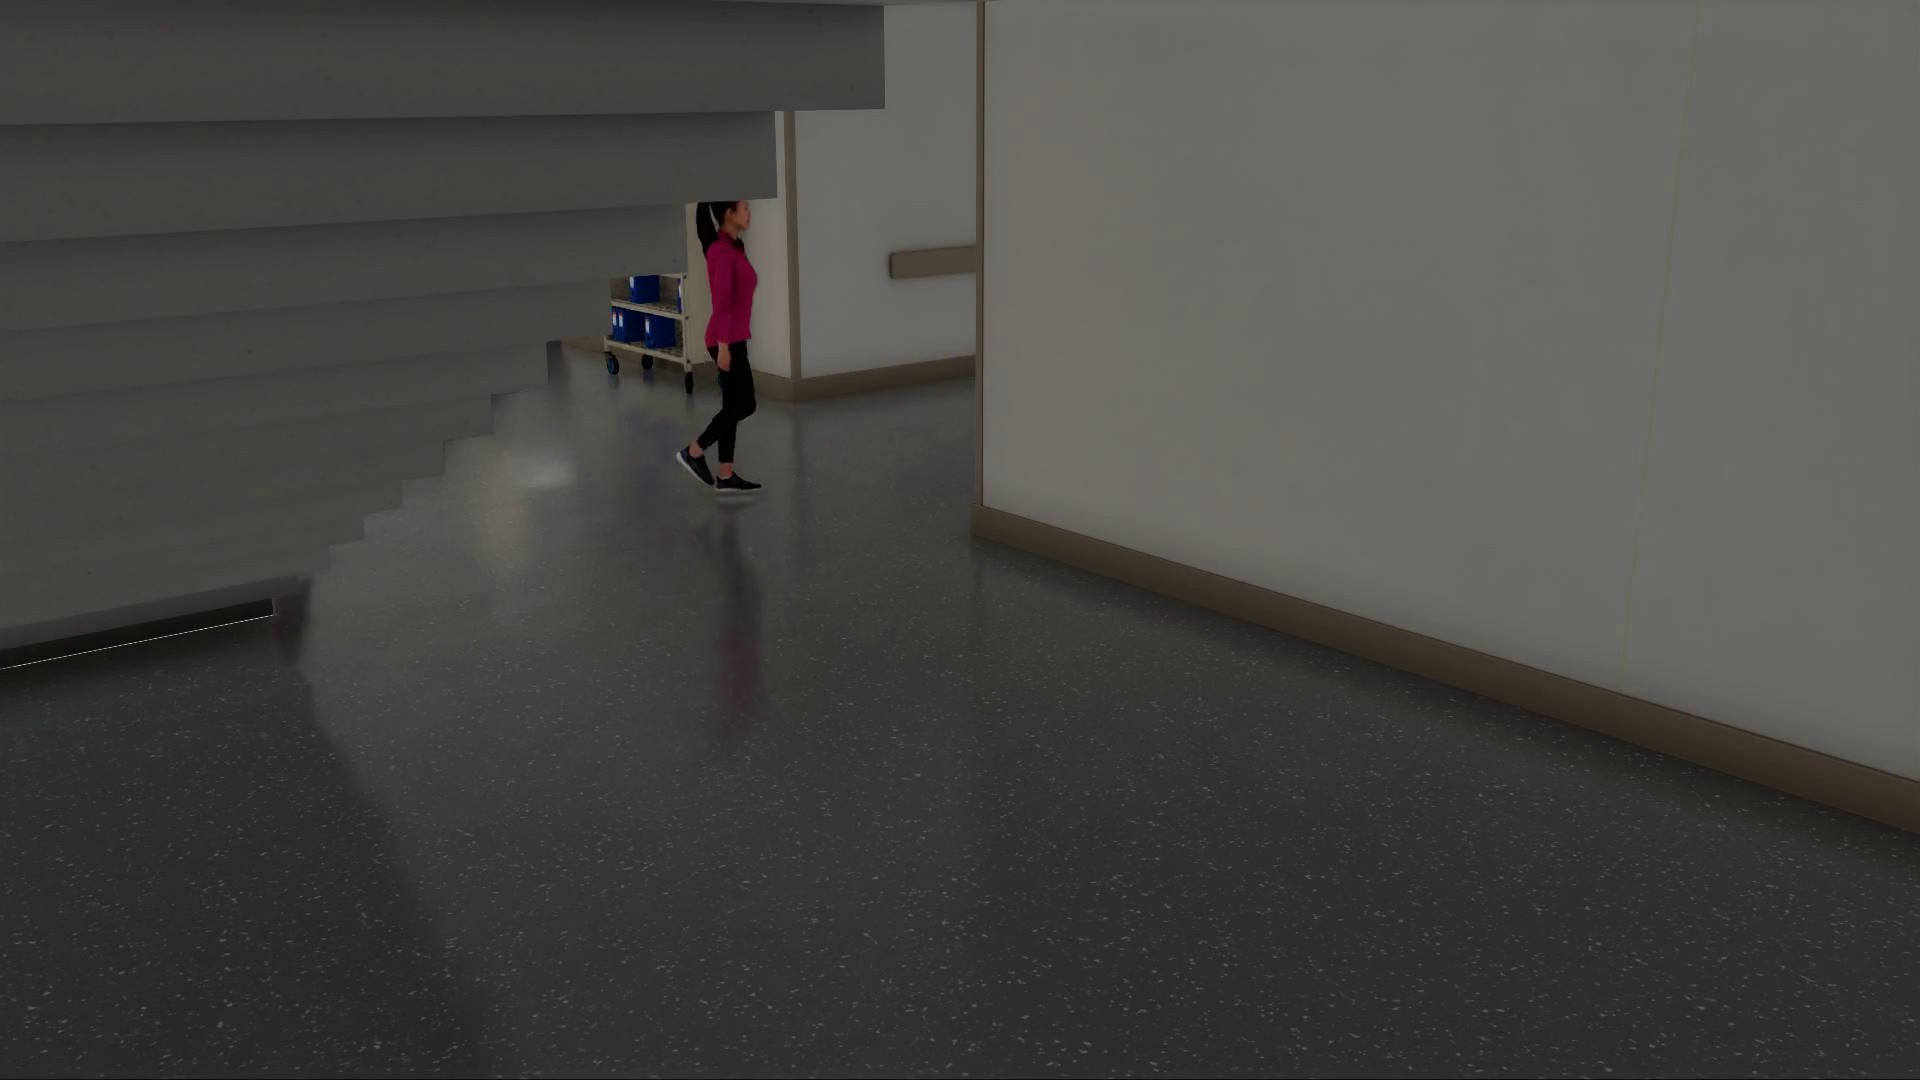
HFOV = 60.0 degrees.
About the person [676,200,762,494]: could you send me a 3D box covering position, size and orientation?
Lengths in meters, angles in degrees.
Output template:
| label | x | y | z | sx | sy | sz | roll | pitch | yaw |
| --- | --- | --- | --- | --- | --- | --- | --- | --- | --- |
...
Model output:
| label | x | y | z | sx | sy | sz | roll | pitch | yaw |
| --- | --- | --- | --- | --- | --- | --- | --- | --- | --- |
| person | -1.340 | -1.059 | 9.016 | 0.848 | 1.688 | 0.792 | -1 | 16 | -3 |
